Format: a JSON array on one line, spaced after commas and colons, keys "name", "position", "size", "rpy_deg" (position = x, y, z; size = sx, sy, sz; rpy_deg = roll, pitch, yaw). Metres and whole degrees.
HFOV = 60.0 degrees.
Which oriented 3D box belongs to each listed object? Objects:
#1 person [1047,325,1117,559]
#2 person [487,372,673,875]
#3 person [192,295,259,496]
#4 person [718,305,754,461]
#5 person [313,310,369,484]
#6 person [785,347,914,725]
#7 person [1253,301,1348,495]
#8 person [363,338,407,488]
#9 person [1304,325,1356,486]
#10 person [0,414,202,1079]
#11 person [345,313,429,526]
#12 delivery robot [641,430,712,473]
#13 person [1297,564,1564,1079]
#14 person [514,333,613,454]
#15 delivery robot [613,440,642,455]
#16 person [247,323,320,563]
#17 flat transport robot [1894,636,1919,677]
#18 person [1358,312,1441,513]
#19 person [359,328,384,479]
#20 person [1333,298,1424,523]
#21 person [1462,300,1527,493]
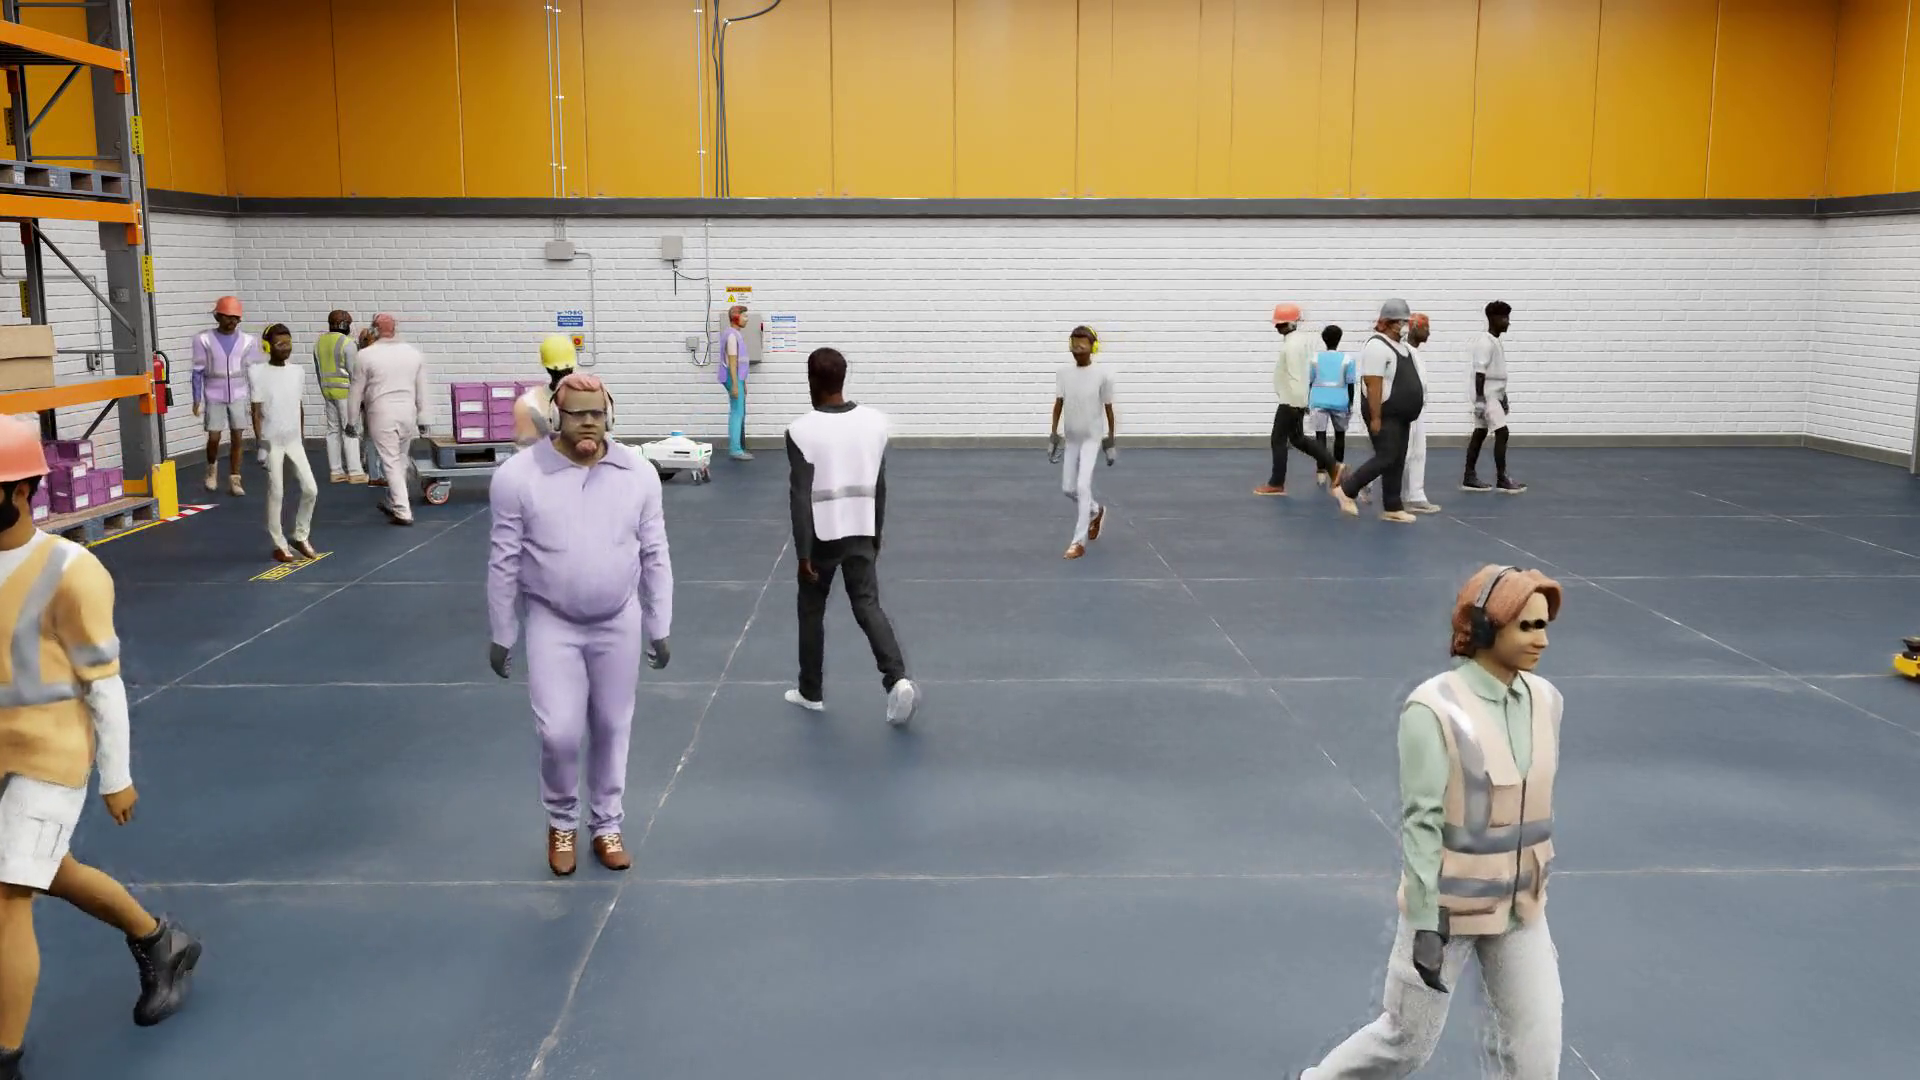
[{"name": "person", "position": [1.002, -0.796, 13.213], "size": [0.522, 1.841, 0.715], "rpy_deg": [6, 11, 33]}, {"name": "person", "position": [-1.394, 0.324, 6.191], "size": [0.681, 1.888, 0.458], "rpy_deg": [-5, 10, -26]}, {"name": "person", "position": [-7.322, -1.430, 16.578], "size": [0.643, 2.013, 0.658], "rpy_deg": [-7, 12, -37]}, {"name": "person", "position": [-2.671, -1.866, 19.756], "size": [0.397, 1.842, 0.592], "rpy_deg": [-1, 9, -4]}, {"name": "person", "position": [-6.520, -1.511, 17.602], "size": [0.624, 1.840, 0.429], "rpy_deg": [6, 11, 31]}, {"name": "person", "position": [-0.573, -0.021, 8.330], "size": [0.598, 1.889, 0.889], "rpy_deg": [-6, 11, -33]}, {"name": "person", "position": [3.400, -1.388, 16.511], "size": [0.843, 1.953, 0.619], "rpy_deg": [3, 10, 18]}, {"name": "person", "position": [-5.984, -1.347, 17.236], "size": [0.503, 1.627, 0.271], "rpy_deg": [5, 10, 27]}, {"name": "person", "position": [3.899, -1.427, 17.559], "size": [0.549, 1.669, 0.693], "rpy_deg": [2, 10, 13]}, {"name": "person", "position": [-2.533, 0.577, 4.634], "size": [0.543, 1.903, 0.948], "rpy_deg": [4, 10, 24]}, {"name": "person", "position": [-5.166, -1.078, 14.861], "size": [0.947, 1.864, 0.649], "rpy_deg": [8, 12, 40]}, {"name": "delivery robot", "position": [-2.994, -0.916, 17.588], "size": [0.707, 0.478, 0.477], "rpy_deg": [2, 9, 12]}, {"name": "person", "position": [1.151, 0.837, 3.899], "size": [0.519, 1.608, 0.762], "rpy_deg": [-5, 11, -29]}, {"name": "person", "position": [-2.455, -0.346, 10.293], "size": [0.617, 1.885, 0.724], "rpy_deg": [-5, 11, -30]}, {"name": "delivery robot", "position": [-3.659, -0.861, 17.245], "size": [0.707, 0.478, 0.477], "rpy_deg": [-2, 9, -14]}, {"name": "person", "position": [-5.186, -0.725, 12.743], "size": [0.511, 1.853, 0.518], "rpy_deg": [7, 12, 38]}, {"name": "flat transport robot", "position": [5.571, 0.736, 8.612], "size": [0.652, 0.197, 1.431], "rpy_deg": [0, 9, -1]}, {"name": "person", "position": [4.124, -1.185, 15.501], "size": [0.727, 1.868, 0.584], "rpy_deg": [6, 11, 32]}, {"name": "person", "position": [-6.282, -1.454, 17.853], "size": [0.476, 1.621, 0.526], "rpy_deg": [-1, 9, -5]}, {"name": "person", "position": [3.789, -1.160, 14.824], "size": [0.662, 2.000, 0.685], "rpy_deg": [6, 11, 33]}, {"name": "person", "position": [5.472, -1.434, 16.789], "size": [0.797, 1.939, 0.630], "rpy_deg": [4, 10, 25]}]
